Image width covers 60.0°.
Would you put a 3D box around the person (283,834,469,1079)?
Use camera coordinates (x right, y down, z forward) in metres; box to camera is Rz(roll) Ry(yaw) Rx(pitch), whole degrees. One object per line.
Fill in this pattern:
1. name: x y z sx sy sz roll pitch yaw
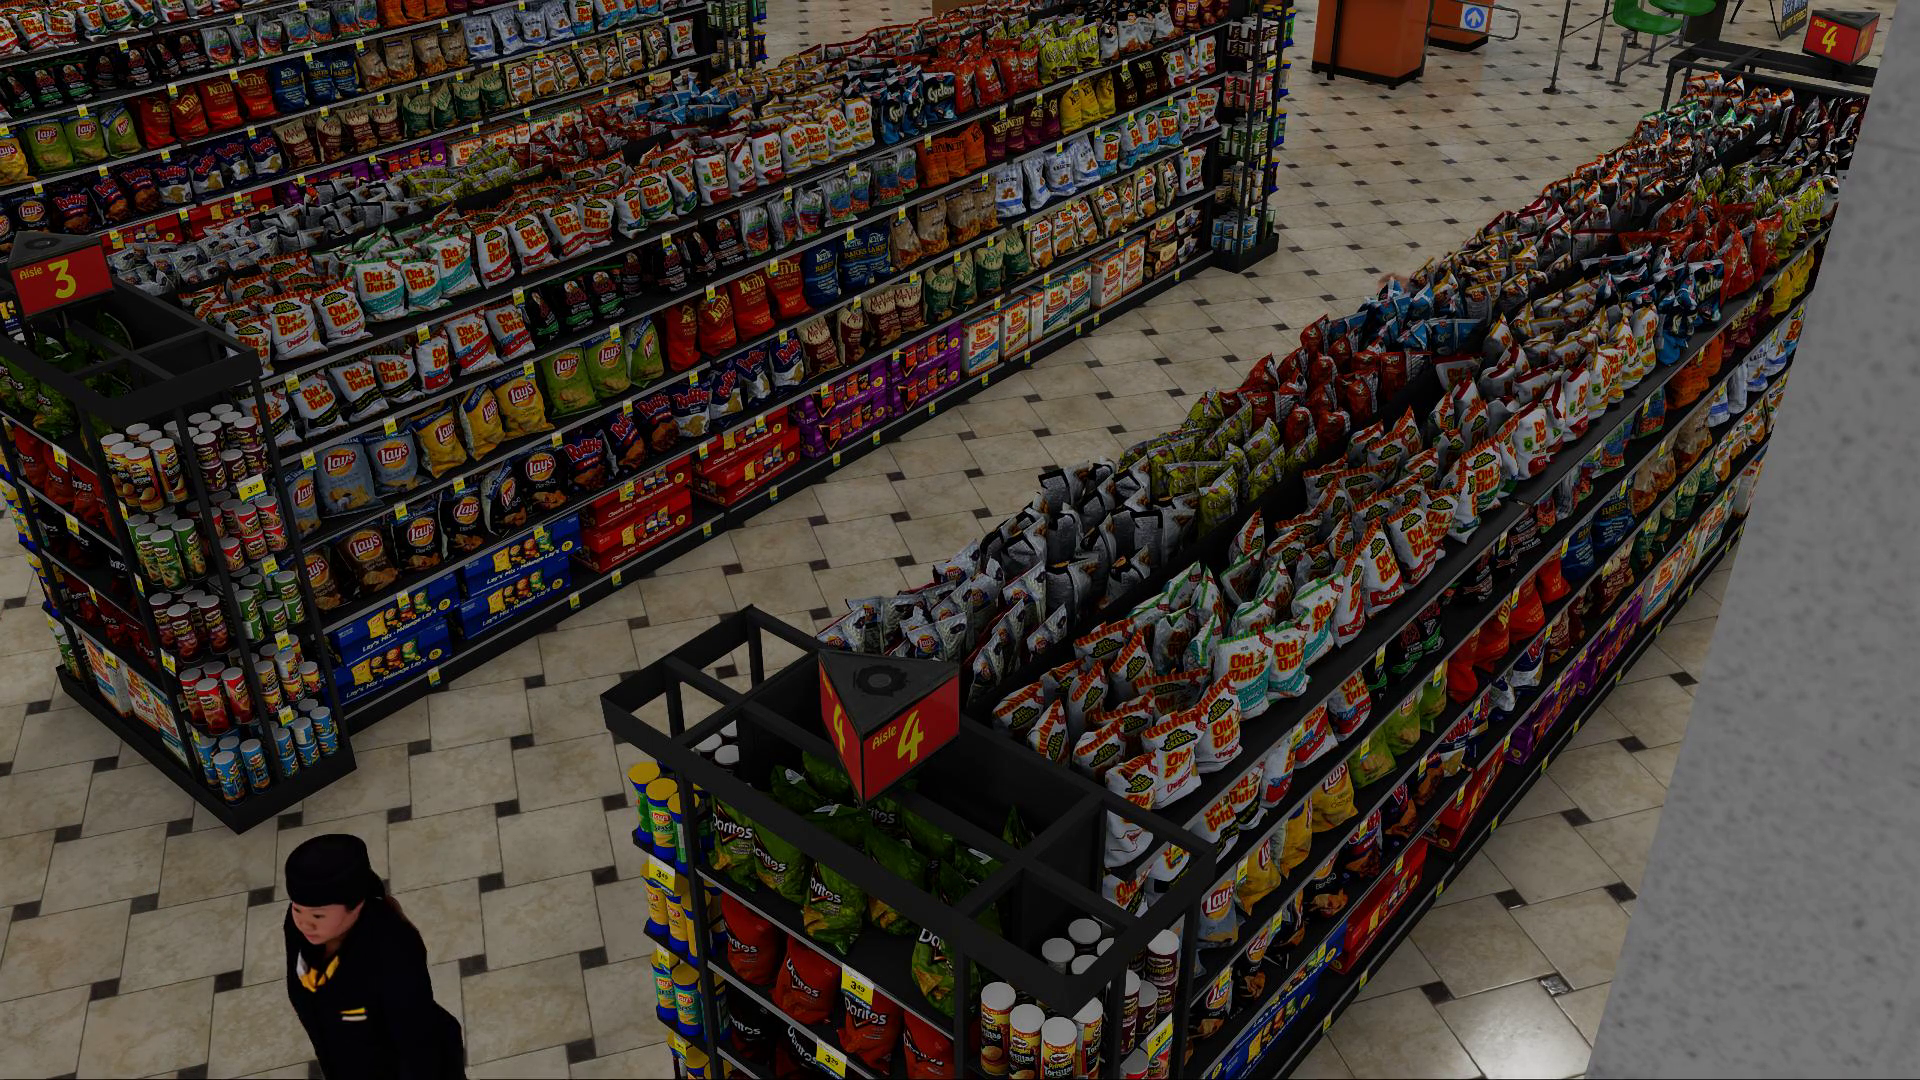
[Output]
1. person: -1.587 1.476 4.830 0.845 1.626 1.156 16 35 24
